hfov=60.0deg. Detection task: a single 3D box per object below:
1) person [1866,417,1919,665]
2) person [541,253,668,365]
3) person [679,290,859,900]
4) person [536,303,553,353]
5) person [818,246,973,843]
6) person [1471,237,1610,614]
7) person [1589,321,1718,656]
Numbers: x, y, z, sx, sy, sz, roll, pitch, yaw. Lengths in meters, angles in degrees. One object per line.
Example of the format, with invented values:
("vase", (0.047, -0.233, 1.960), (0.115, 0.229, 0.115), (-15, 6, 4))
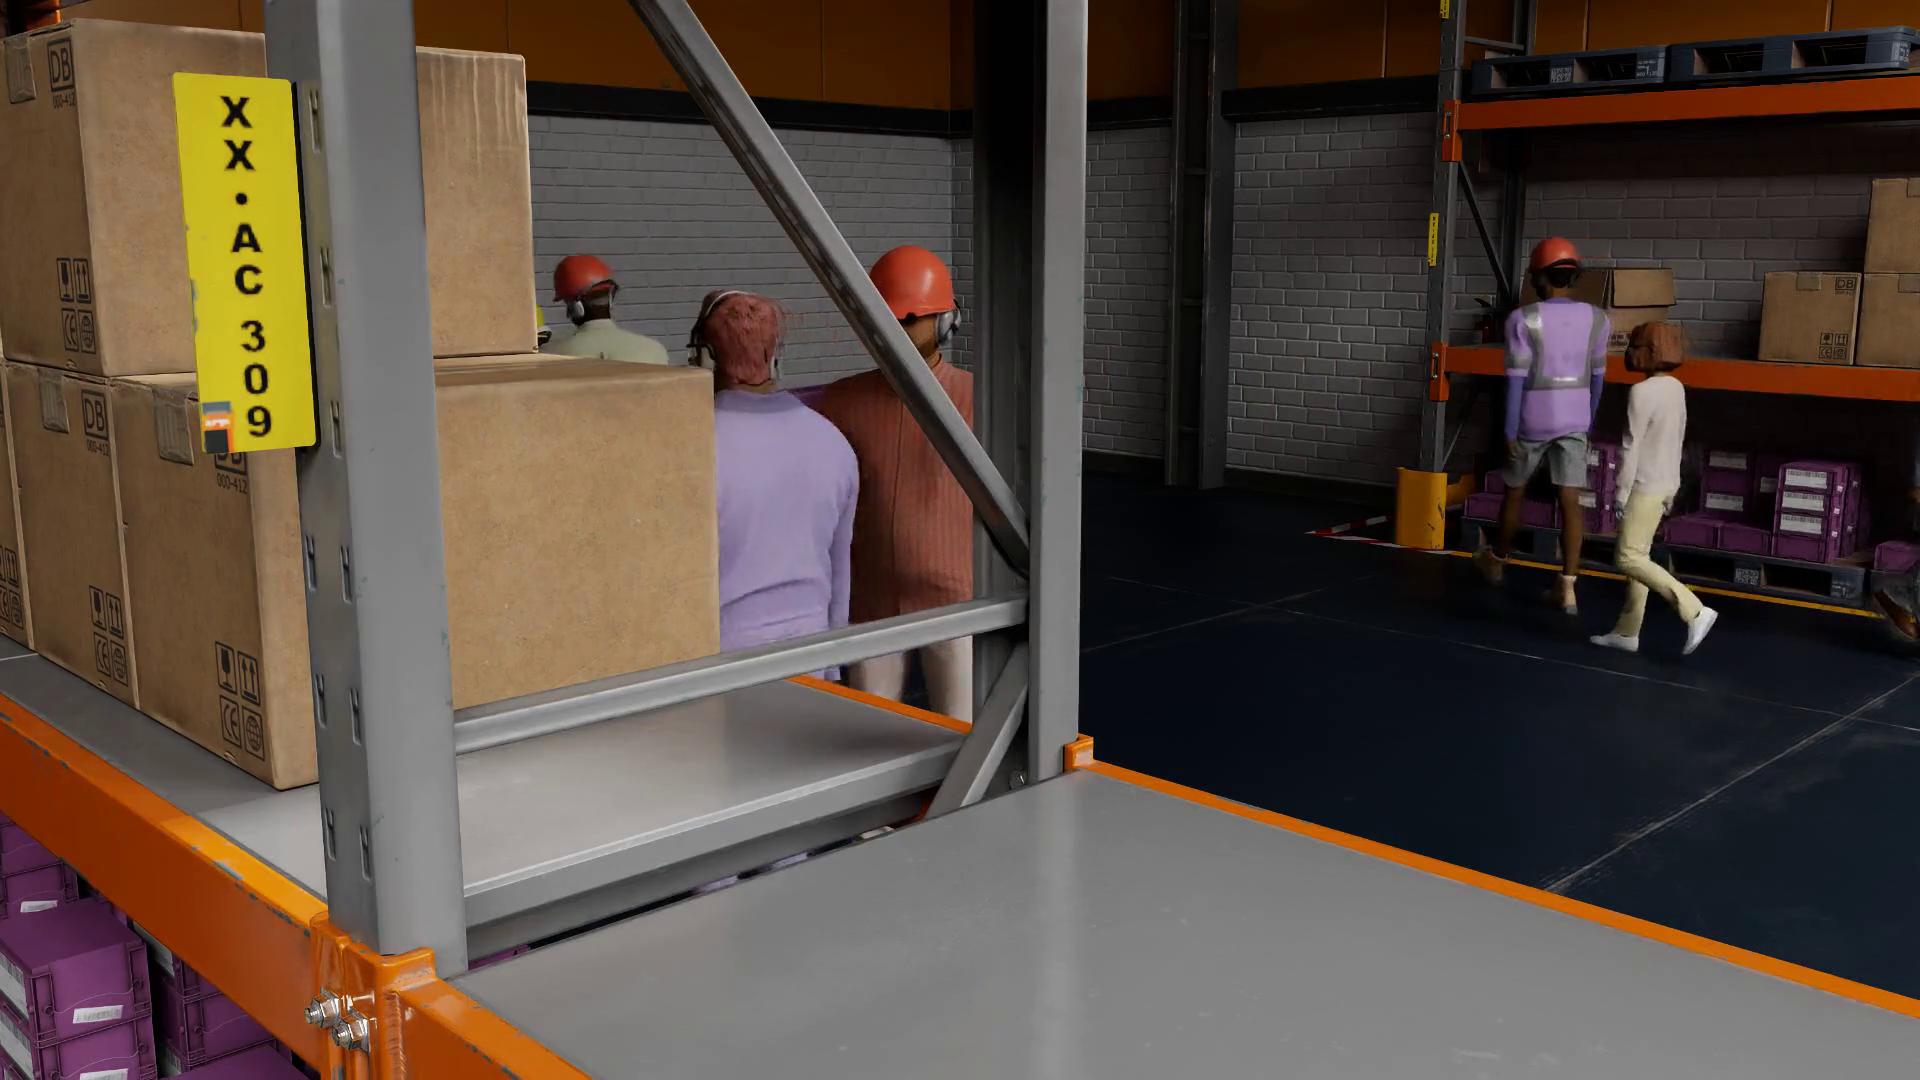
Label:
("person", (4.573, -0.330, 7.717), (0.652, 1.909, 0.666), (-5, 12, -26))
("person", (-1.500, -0.255, 7.207), (0.692, 1.956, 0.853), (-5, 11, -25))
("person", (-0.557, 0.330, 4.156), (0.667, 1.888, 0.436), (-9, 14, -42))
("person", (-1.581, 0.013, 6.036), (0.404, 1.835, 0.587), (2, 11, 13))
("person", (-0.130, 0.184, 4.673), (0.622, 1.990, 0.398), (2, 11, 13))
("person", (3.199, -0.653, 9.193), (0.631, 2.001, 0.986), (-1, 10, -6))
("person", (3.335, -0.226, 7.918), (0.577, 1.618, 0.506), (10, 14, 43))
